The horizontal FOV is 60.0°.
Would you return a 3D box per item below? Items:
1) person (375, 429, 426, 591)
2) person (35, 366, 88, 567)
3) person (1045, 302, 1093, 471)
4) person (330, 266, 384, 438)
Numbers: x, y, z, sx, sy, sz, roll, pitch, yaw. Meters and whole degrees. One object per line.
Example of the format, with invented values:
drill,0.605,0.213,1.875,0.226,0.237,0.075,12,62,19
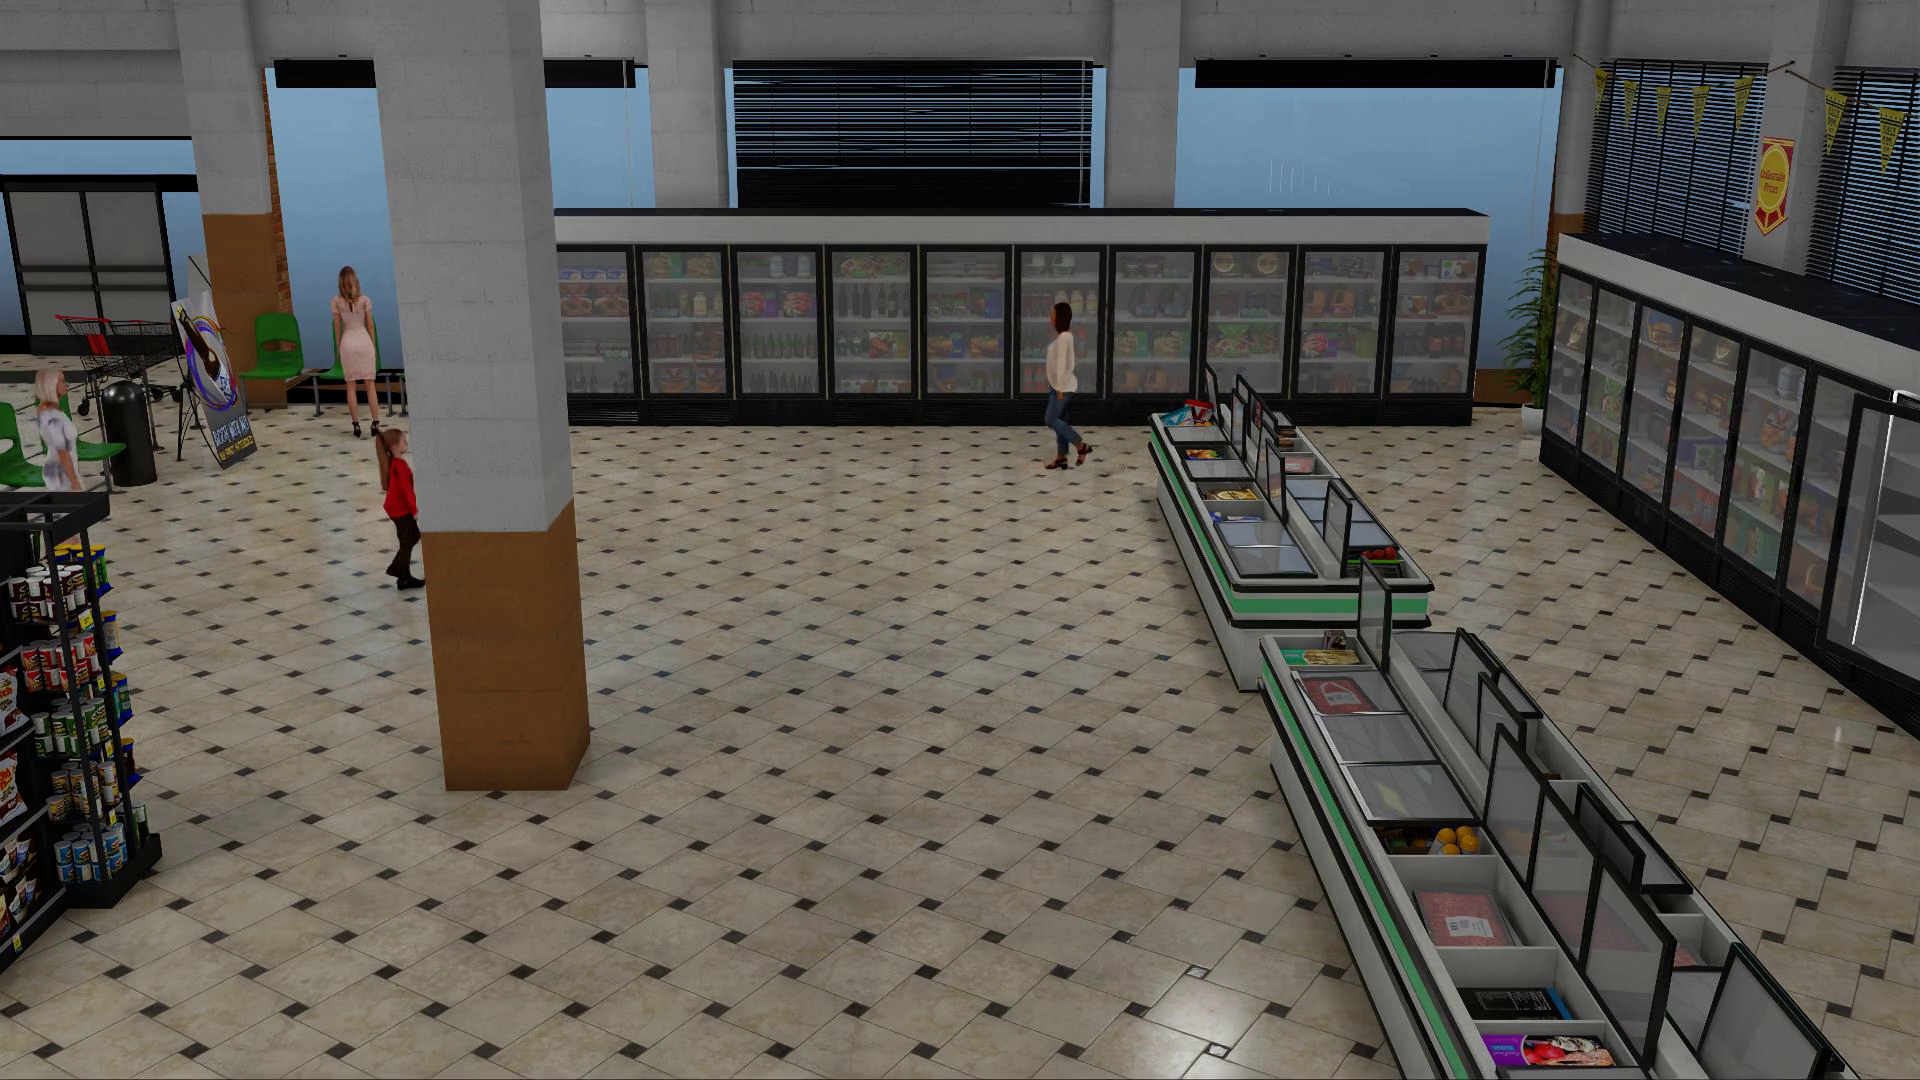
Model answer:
person,-4.364,-0.223,12.836,0.649,1.273,0.575,-10,19,-29
person,-7.019,-0.478,12.873,0.767,1.740,0.689,-10,19,-29
person,1.083,-1.492,16.327,0.729,1.674,0.687,3,17,9
person,-6.449,-2.012,17.771,0.612,1.830,0.569,-4,17,-12
